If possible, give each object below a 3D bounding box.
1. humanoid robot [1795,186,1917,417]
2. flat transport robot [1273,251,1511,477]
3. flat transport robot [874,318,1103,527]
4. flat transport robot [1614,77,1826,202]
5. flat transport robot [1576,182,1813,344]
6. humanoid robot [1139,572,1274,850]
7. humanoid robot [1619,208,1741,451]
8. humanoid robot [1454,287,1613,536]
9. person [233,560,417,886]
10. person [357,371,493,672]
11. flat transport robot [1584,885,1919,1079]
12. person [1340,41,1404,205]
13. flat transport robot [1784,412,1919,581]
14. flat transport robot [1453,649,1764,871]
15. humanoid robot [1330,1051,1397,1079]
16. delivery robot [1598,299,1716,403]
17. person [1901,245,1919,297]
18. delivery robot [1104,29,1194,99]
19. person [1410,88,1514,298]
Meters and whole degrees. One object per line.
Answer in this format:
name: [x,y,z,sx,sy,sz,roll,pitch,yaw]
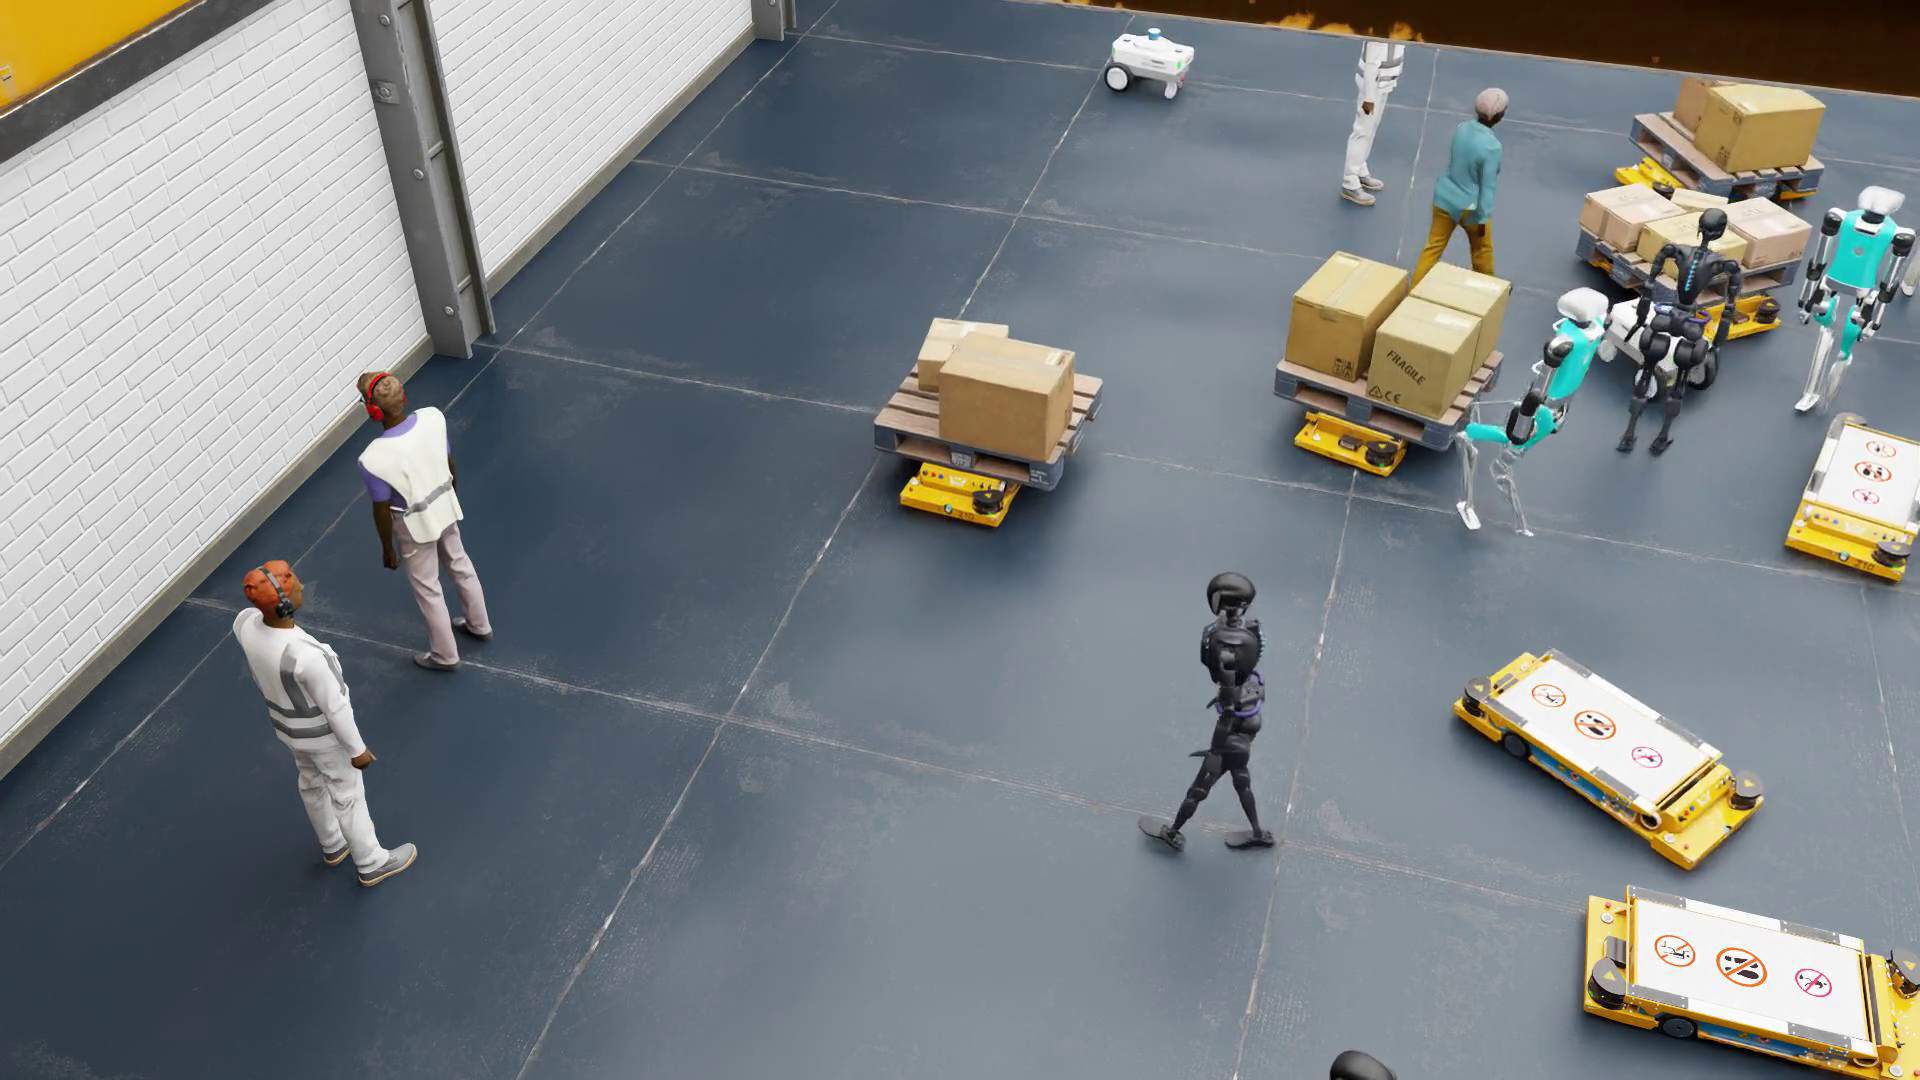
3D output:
humanoid robot: [5.739,-1.511,10.779,0.531,1.857,0.798,26,46,29]
flat transport robot: [2.850,-0.936,11.169,0.659,0.231,1.431,23,44,26]
flat transport robot: [0.184,-0.624,10.780,0.659,0.231,1.431,14,41,17]
flat transport robot: [6.233,-2.996,13.731,1.431,0.231,0.659,-8,39,-9]
flat transport robot: [5.364,-1.932,12.408,0.659,0.231,1.431,-14,41,-17]
humanoid robot: [1.241,0.840,7.853,0.700,1.628,0.601,9,40,10]
humanoid robot: [4.554,-1.314,10.539,0.610,1.650,0.360,23,44,26]
humanoid robot: [3.247,-0.769,9.806,0.533,1.795,0.814,-29,47,-31]
person: [-2.948,0.856,7.653,0.573,1.882,0.356,23,44,26]
person: [-2.848,-0.085,8.864,0.390,1.836,0.559,18,42,21]
flat transport robot: [3.583,2.009,7.506,1.431,0.231,0.659,11,40,14]
person: [3.322,-3.617,13.217,0.355,1.881,0.574,18,42,21]
flat transport robot: [5.654,-0.297,10.373,0.659,0.231,1.431,22,44,25]
flat transport robot: [3.357,1.083,8.657,0.659,0.231,1.431,-27,46,-30]
humanoid robot: [1.439,2.360,5.947,0.418,1.645,0.609,21,43,24]
delivery robot: [4.801,-1.325,11.438,0.499,0.613,0.811,-14,41,-17]
person: [7.240,-2.471,11.980,0.513,1.641,0.310,23,44,26]
delivery robot: [1.748,-4.385,15.224,0.745,0.587,0.524,20,43,23]
person: [3.668,-2.396,11.825,0.882,1.700,0.546,-19,43,-22]
